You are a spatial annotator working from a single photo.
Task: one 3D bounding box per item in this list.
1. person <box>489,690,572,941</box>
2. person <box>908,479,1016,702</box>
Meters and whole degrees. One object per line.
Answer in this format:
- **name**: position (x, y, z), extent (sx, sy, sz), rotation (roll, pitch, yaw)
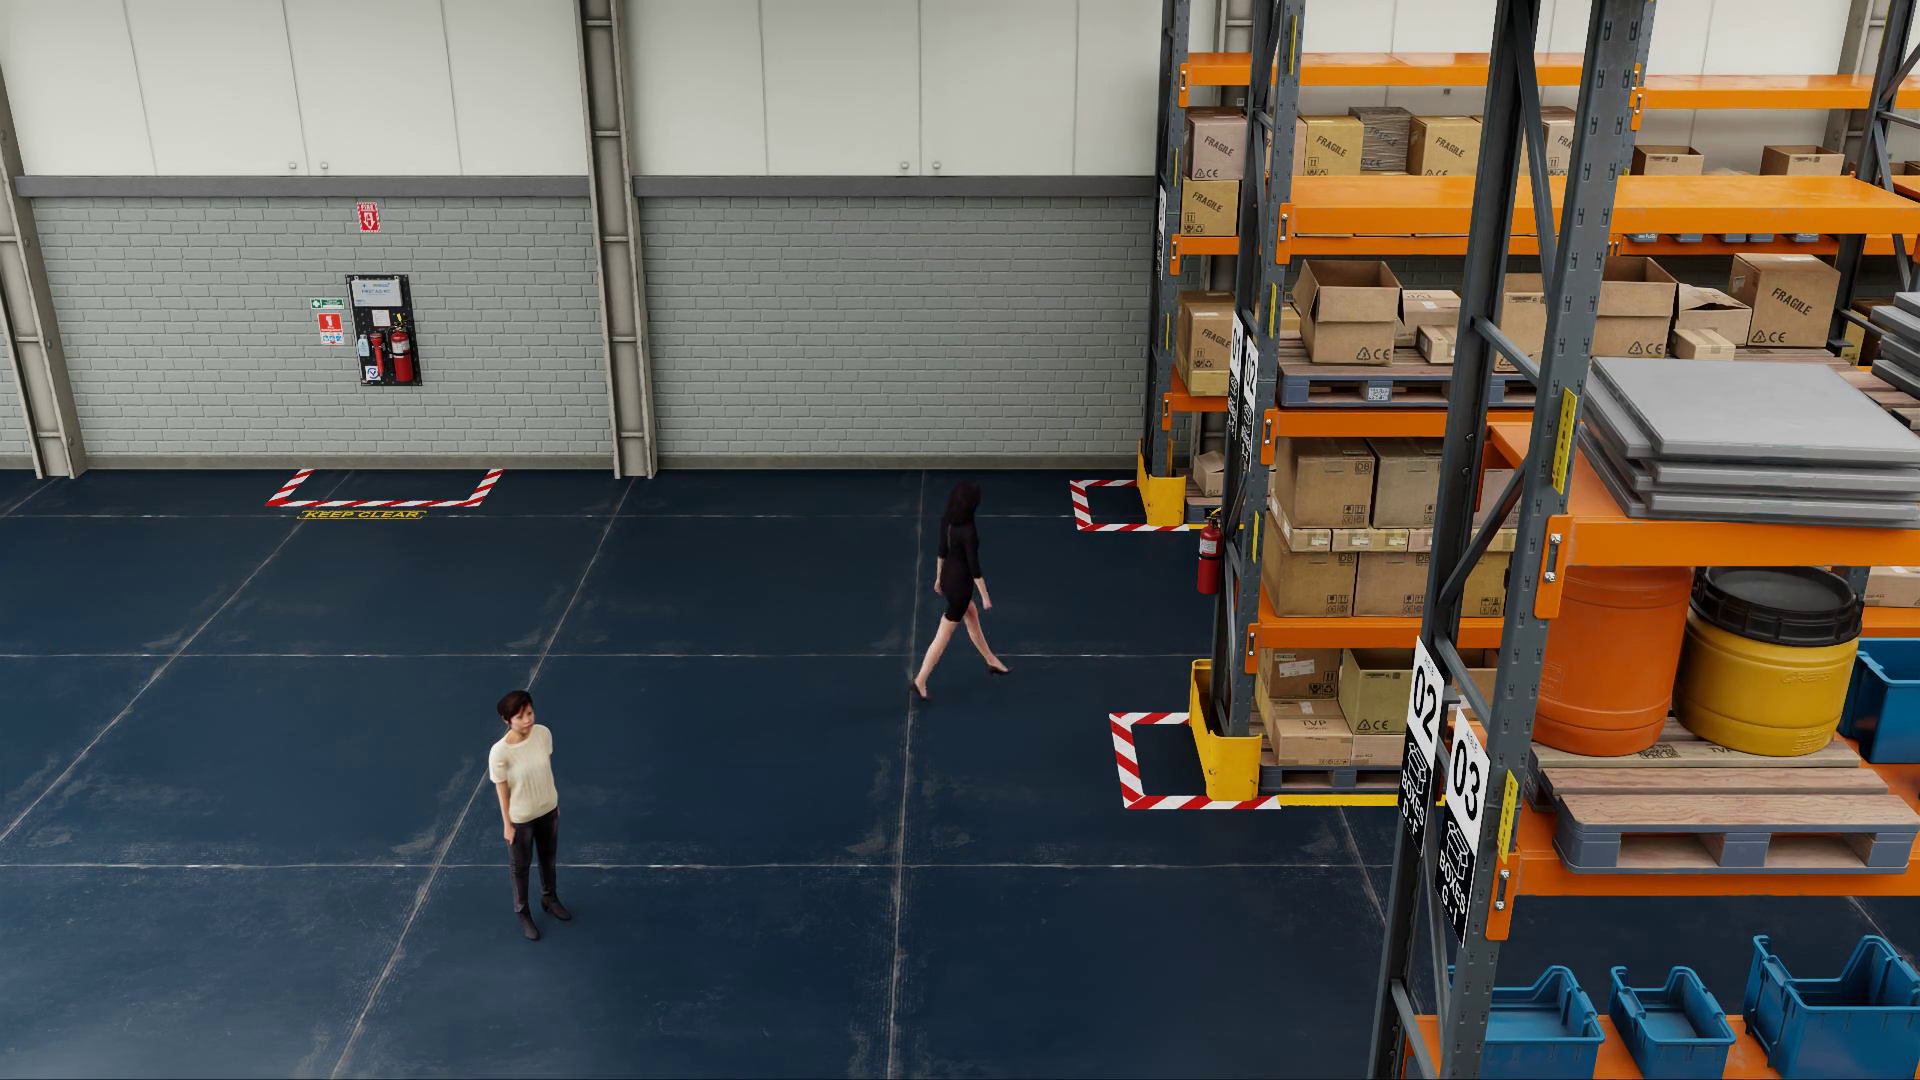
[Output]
- **person**: position (-2.564, 1.617, 9.914), extent (0.682, 1.587, 0.651), rotation (18, 29, 35)
- **person**: position (-0.107, 0.438, 12.487), extent (1.231, 1.743, 0.923), rotation (-9, 25, -20)
